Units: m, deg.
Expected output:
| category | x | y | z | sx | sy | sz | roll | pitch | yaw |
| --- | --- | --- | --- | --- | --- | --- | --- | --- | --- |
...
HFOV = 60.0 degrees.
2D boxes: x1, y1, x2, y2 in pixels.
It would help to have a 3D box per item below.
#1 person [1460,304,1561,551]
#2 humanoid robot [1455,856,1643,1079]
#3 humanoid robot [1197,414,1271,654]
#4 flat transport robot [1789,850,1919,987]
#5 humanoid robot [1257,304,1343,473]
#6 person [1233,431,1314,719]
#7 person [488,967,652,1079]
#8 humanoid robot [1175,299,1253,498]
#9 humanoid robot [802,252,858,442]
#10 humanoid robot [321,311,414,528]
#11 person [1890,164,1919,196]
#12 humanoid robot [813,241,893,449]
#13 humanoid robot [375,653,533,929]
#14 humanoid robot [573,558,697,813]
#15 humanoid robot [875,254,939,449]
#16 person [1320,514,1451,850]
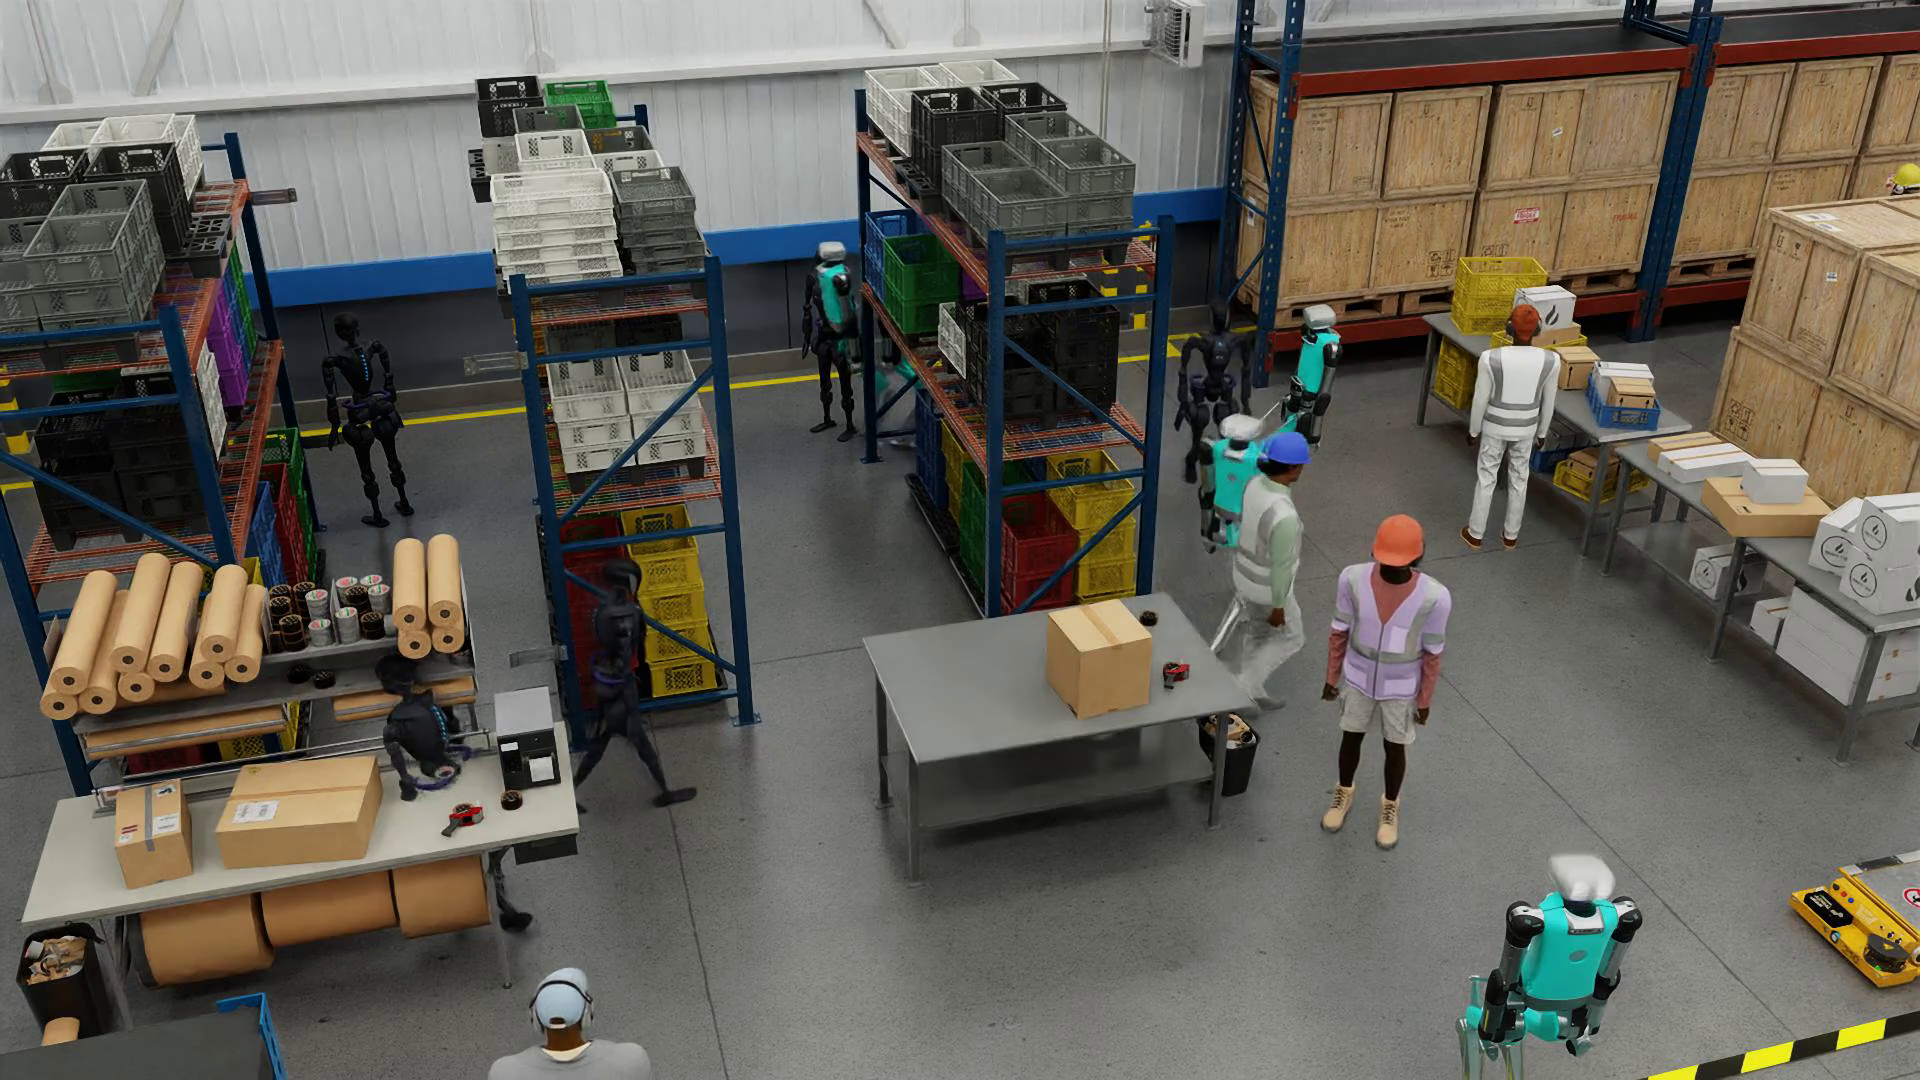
| category | x | y | z | sx | sy | sz | roll | pitch | yaw |
| --- | --- | --- | --- | --- | --- | --- | --- | --- | --- |
| person | 3.929 | -0.791 | 11.924 | 0.574 | 1.884 | 0.356 | 2 | 29 | 4 |
| humanoid robot | 2.397 | 1.889 | 7.057 | 0.533 | 1.681 | 0.735 | -2 | 29 | -4 |
| humanoid robot | 1.894 | -0.114 | 10.869 | 0.538 | 1.738 | 0.989 | 15 | 32 | 26 |
| flat transport robot | 5.163 | 1.916 | 8.676 | 1.431 | 0.231 | 0.659 | -8 | 30 | -14 |
| humanoid robot | 2.338 | -0.873 | 12.117 | 0.737 | 1.694 | 0.530 | -5 | 29 | -9 |
| person | 1.863 | 0.239 | 10.015 | 0.446 | 1.919 | 0.611 | -7 | 30 | -13 |
| person | -1.409 | 2.337 | 6.264 | 0.598 | 1.850 | 0.387 | -5 | 29 | -9 |
| humanoid robot | 1.938 | -1.083 | 12.691 | 0.601 | 1.639 | 0.607 | -2 | 29 | -4 |
| humanoid robot | -1.042 | -1.615 | 13.622 | 0.599 | 1.657 | 0.315 | 21 | 35 | 34 |
| humanoid robot | -4.406 | -0.903 | 12.326 | 0.315 | 1.658 | 0.599 | 23 | 36 | 35 |
| person | 8.400 | -2.499 | 15.083 | 0.588 | 1.834 | 0.404 | -13 | 31 | -22 |
| humanoid robot | -0.786 | -1.591 | 13.523 | 0.744 | 1.769 | 0.530 | -13 | 31 | -23 |
| humanoid robot | -2.578 | 1.279 | 8.443 | 0.752 | 1.623 | 0.612 | 6 | 29 | 12 |
| humanoid robot | -1.939 | 0.841 | 9.245 | 0.822 | 1.637 | 0.590 | -10 | 30 | -17 |
| humanoid robot | -0.378 | -1.555 | 13.451 | 0.671 | 1.781 | 0.549 | 4 | 29 | 7 |
| person | 2.253 | 0.766 | 8.938 | 0.601 | 2.036 | 0.400 | 15 | 32 | 25 |
